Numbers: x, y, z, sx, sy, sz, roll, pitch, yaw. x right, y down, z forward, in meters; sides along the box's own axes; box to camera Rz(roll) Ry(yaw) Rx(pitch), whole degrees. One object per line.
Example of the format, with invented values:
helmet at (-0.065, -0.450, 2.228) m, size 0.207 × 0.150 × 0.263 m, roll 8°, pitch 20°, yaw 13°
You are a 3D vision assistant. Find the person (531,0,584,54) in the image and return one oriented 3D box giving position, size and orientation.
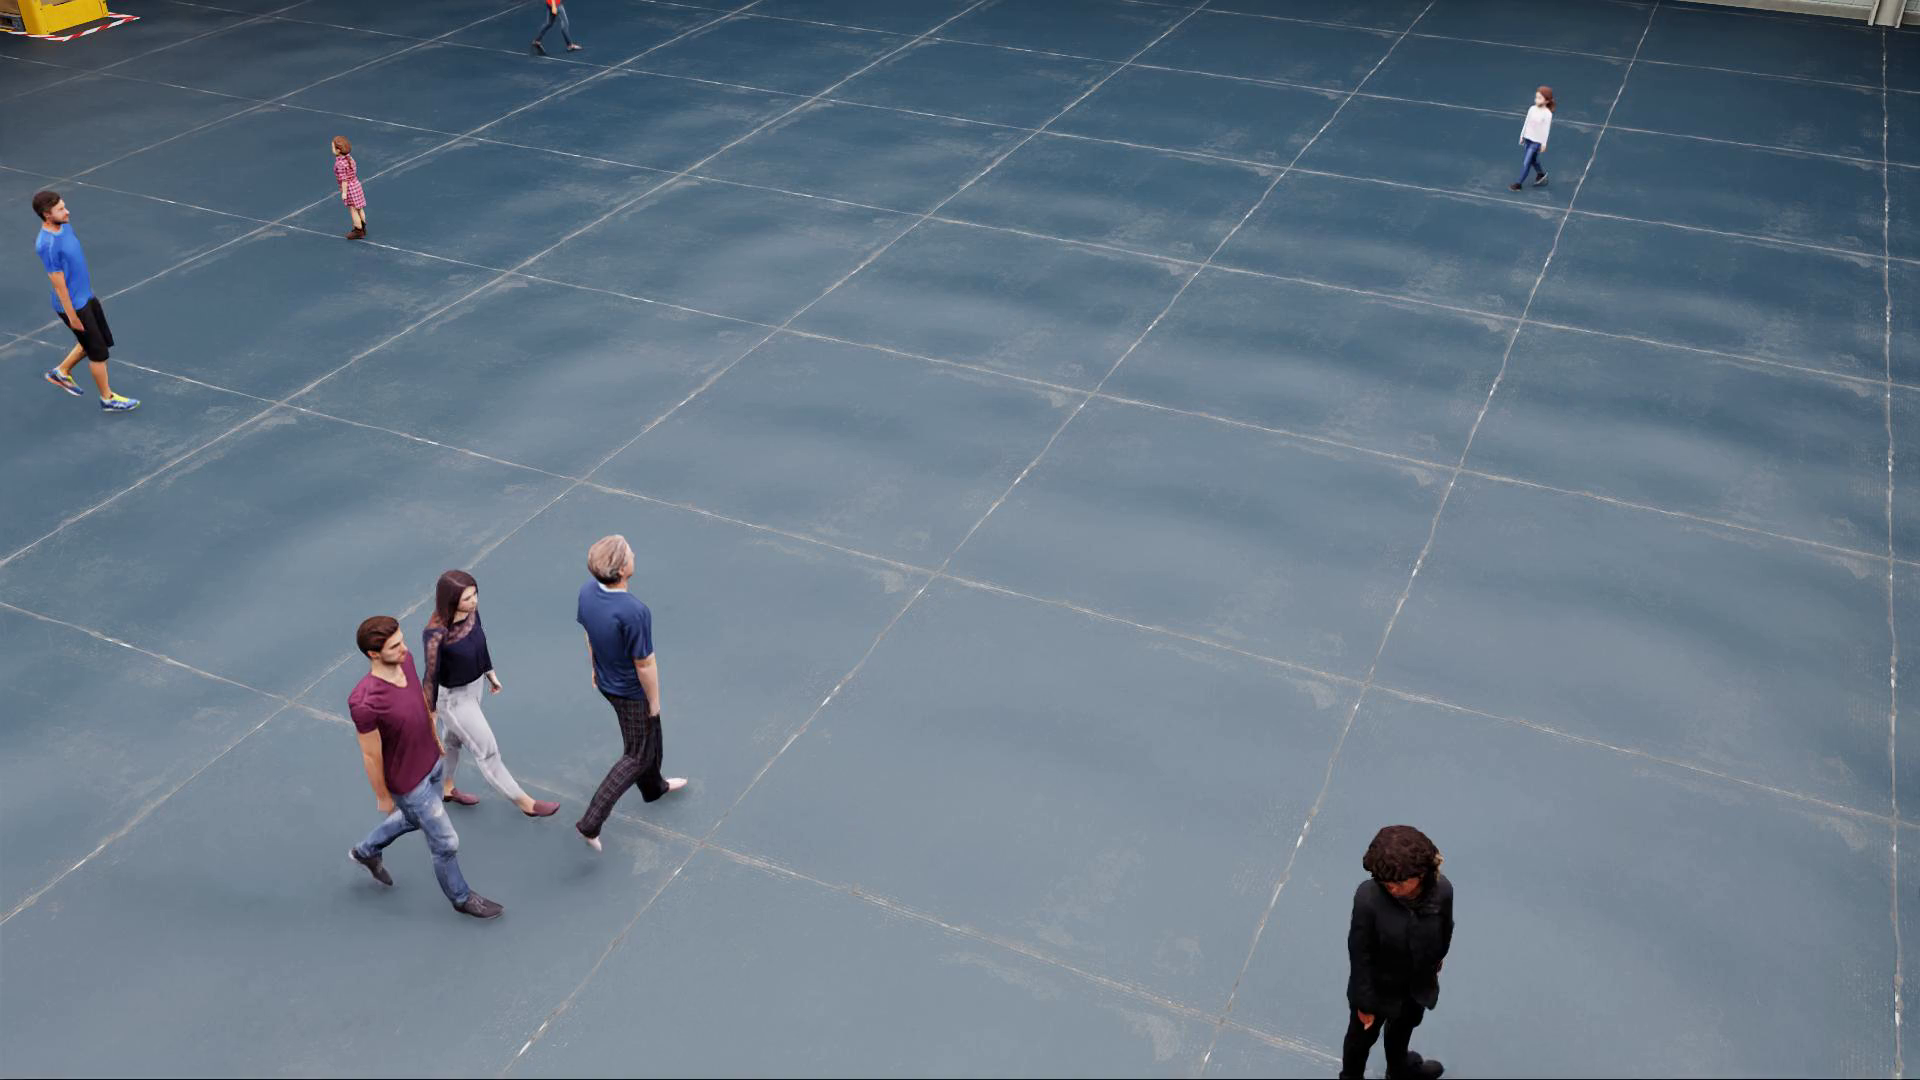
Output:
person at (-5.399, -7.026, 21.819) m, size 0.902 × 1.289 × 0.853 m, roll -12°, pitch 34°, yaw -18°

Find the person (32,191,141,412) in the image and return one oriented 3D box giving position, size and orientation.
person at (-7.042, -1.849, 13.089) m, size 1.025 × 1.847 × 0.907 m, roll -5°, pitch 33°, yaw -8°

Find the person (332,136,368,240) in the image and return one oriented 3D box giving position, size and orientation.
person at (-6.050, -3.496, 16.473) m, size 0.506 × 1.021 × 0.480 m, roll 3°, pitch 32°, yaw 4°

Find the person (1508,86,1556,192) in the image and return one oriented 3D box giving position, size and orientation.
person at (6.125, -4.256, 17.612) m, size 0.793 × 1.093 × 0.778 m, roll -15°, pitch 35°, yaw -22°

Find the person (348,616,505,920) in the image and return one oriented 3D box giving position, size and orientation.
person at (-2.848, 1.140, 8.372) m, size 1.191 × 1.824 × 0.885 m, roll 4°, pitch 32°, yaw 6°

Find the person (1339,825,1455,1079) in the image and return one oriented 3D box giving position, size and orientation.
person at (1.938, 1.860, 7.295) m, size 0.857 × 1.755 × 0.940 m, roll -16°, pitch 36°, yaw -24°

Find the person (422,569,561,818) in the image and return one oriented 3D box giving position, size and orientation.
person at (-2.777, 0.854, 9.064) m, size 1.084 × 1.570 × 0.813 m, roll 7°, pitch 33°, yaw 11°

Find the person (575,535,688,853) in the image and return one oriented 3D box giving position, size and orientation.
person at (-1.837, 0.830, 8.842) m, size 1.074 × 1.846 × 0.924 m, roll 26°, pitch 41°, yaw 35°
